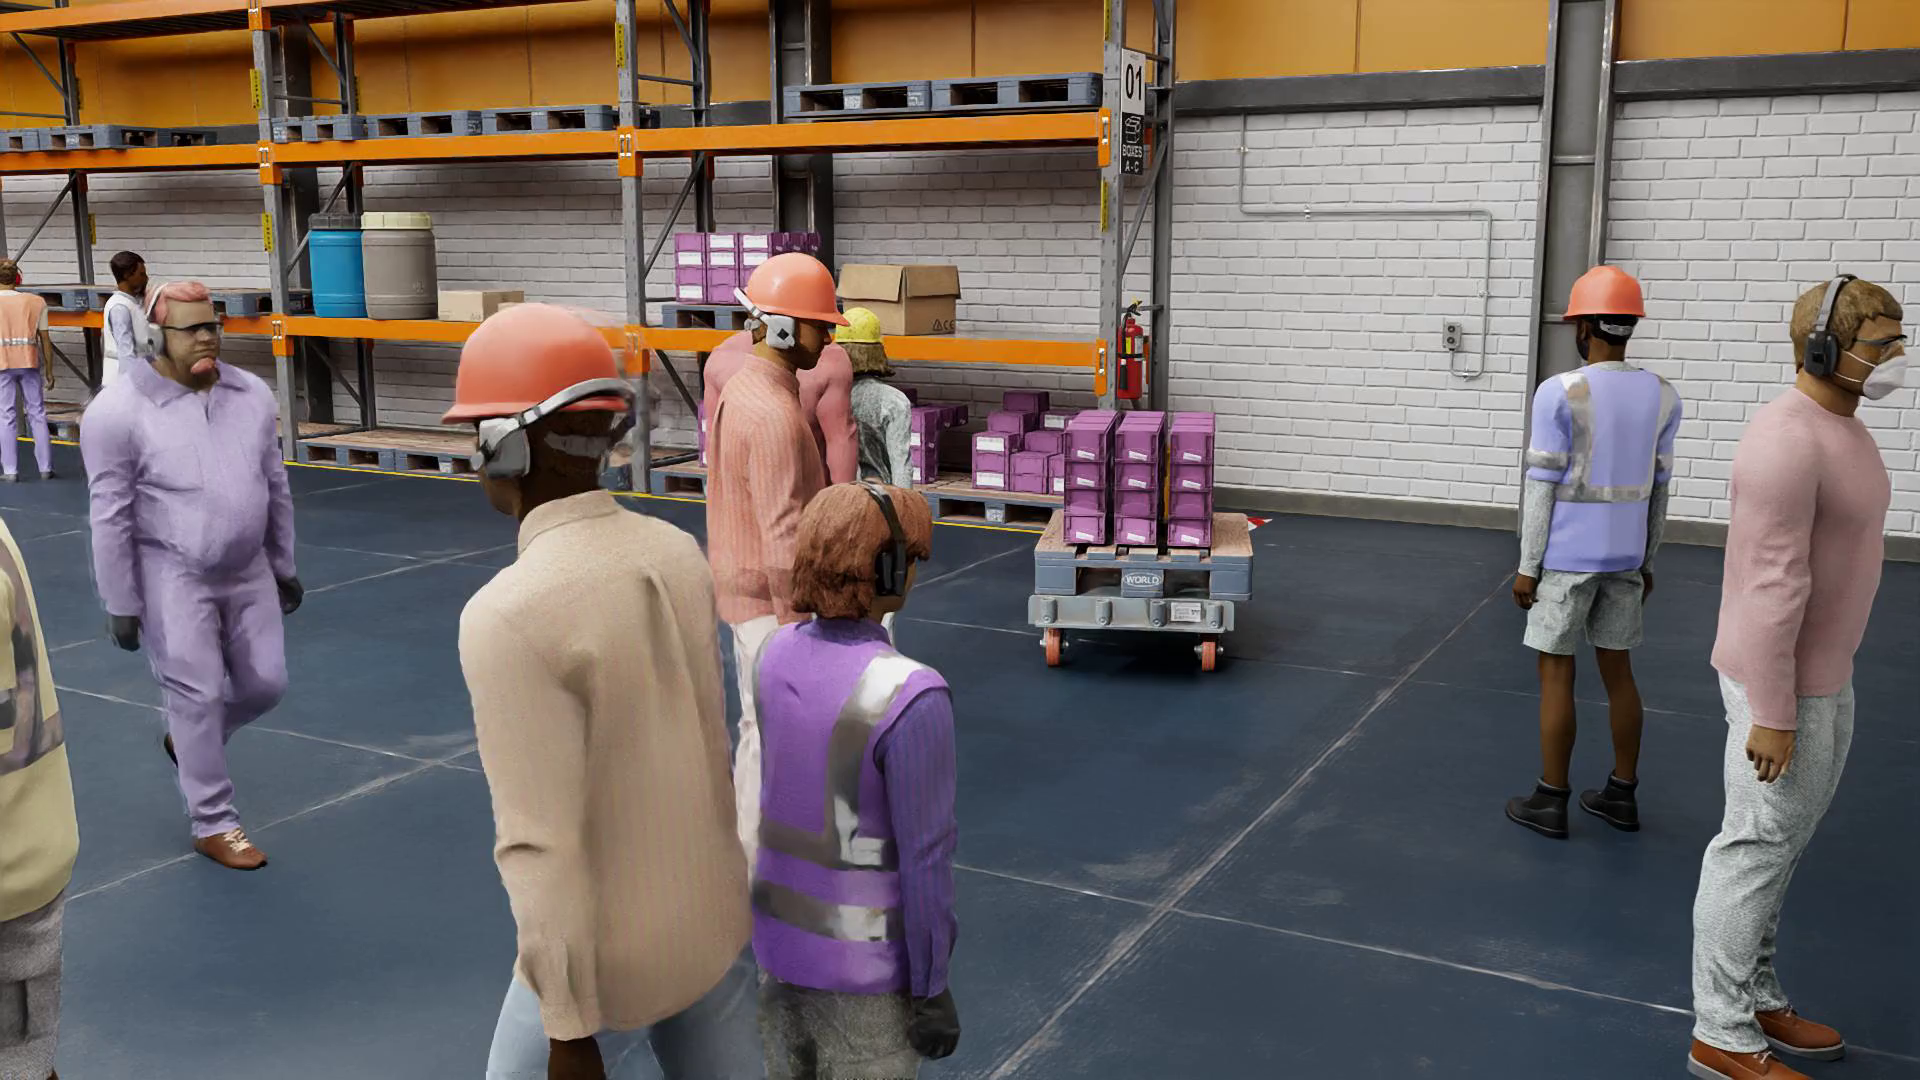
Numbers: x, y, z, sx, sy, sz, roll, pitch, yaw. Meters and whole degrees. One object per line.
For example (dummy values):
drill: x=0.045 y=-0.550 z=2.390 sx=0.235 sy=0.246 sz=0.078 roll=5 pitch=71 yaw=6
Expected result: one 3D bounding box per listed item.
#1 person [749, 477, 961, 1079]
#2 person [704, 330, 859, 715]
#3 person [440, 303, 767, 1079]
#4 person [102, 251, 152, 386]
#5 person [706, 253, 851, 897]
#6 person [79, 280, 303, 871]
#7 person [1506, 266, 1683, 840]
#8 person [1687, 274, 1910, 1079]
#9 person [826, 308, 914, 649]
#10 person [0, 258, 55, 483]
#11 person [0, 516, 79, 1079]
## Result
person: x=-0.197 y=0.710 z=2.836 sx=0.328 sy=1.627 sz=0.525 roll=-7 pitch=13 yaw=-35
person: x=-0.702 y=-0.142 z=6.628 sx=0.633 sy=1.938 sz=0.356 roll=3 pitch=11 yaw=18
person: x=-0.449 y=0.609 z=2.573 sx=1.023 sy=1.941 sz=0.639 roll=5 pitch=11 yaw=23
person: x=-5.927 y=-1.096 z=11.918 sx=0.382 sy=1.917 sz=0.596 roll=-4 pitch=11 yaw=-22
person: x=-0.514 y=0.175 z=4.795 sx=0.411 sy=1.980 sz=0.629 roll=-3 pitch=11 yaw=-15
person: x=-2.497 y=0.107 z=5.393 sx=0.596 sy=1.889 sz=0.671 roll=6 pitch=12 yaw=32
person: x=2.140 y=0.043 z=5.657 sx=0.542 sy=1.927 sz=0.380 roll=-3 pitch=11 yaw=-17
person: x=1.977 y=0.348 z=3.942 sx=0.352 sy=1.937 sz=0.635 roll=8 pitch=13 yaw=37
person: x=-0.412 y=-0.085 z=6.884 sx=0.483 sy=1.737 sz=0.320 roll=4 pitch=11 yaw=19
person: x=-7.807 y=-1.395 z=13.752 sx=0.570 sy=1.843 sz=0.373 roll=-8 pitch=13 yaw=-38
person: x=-1.687 y=0.550 z=2.791 sx=0.373 sy=1.959 sz=0.605 roll=-7 pitch=12 yaw=-33
